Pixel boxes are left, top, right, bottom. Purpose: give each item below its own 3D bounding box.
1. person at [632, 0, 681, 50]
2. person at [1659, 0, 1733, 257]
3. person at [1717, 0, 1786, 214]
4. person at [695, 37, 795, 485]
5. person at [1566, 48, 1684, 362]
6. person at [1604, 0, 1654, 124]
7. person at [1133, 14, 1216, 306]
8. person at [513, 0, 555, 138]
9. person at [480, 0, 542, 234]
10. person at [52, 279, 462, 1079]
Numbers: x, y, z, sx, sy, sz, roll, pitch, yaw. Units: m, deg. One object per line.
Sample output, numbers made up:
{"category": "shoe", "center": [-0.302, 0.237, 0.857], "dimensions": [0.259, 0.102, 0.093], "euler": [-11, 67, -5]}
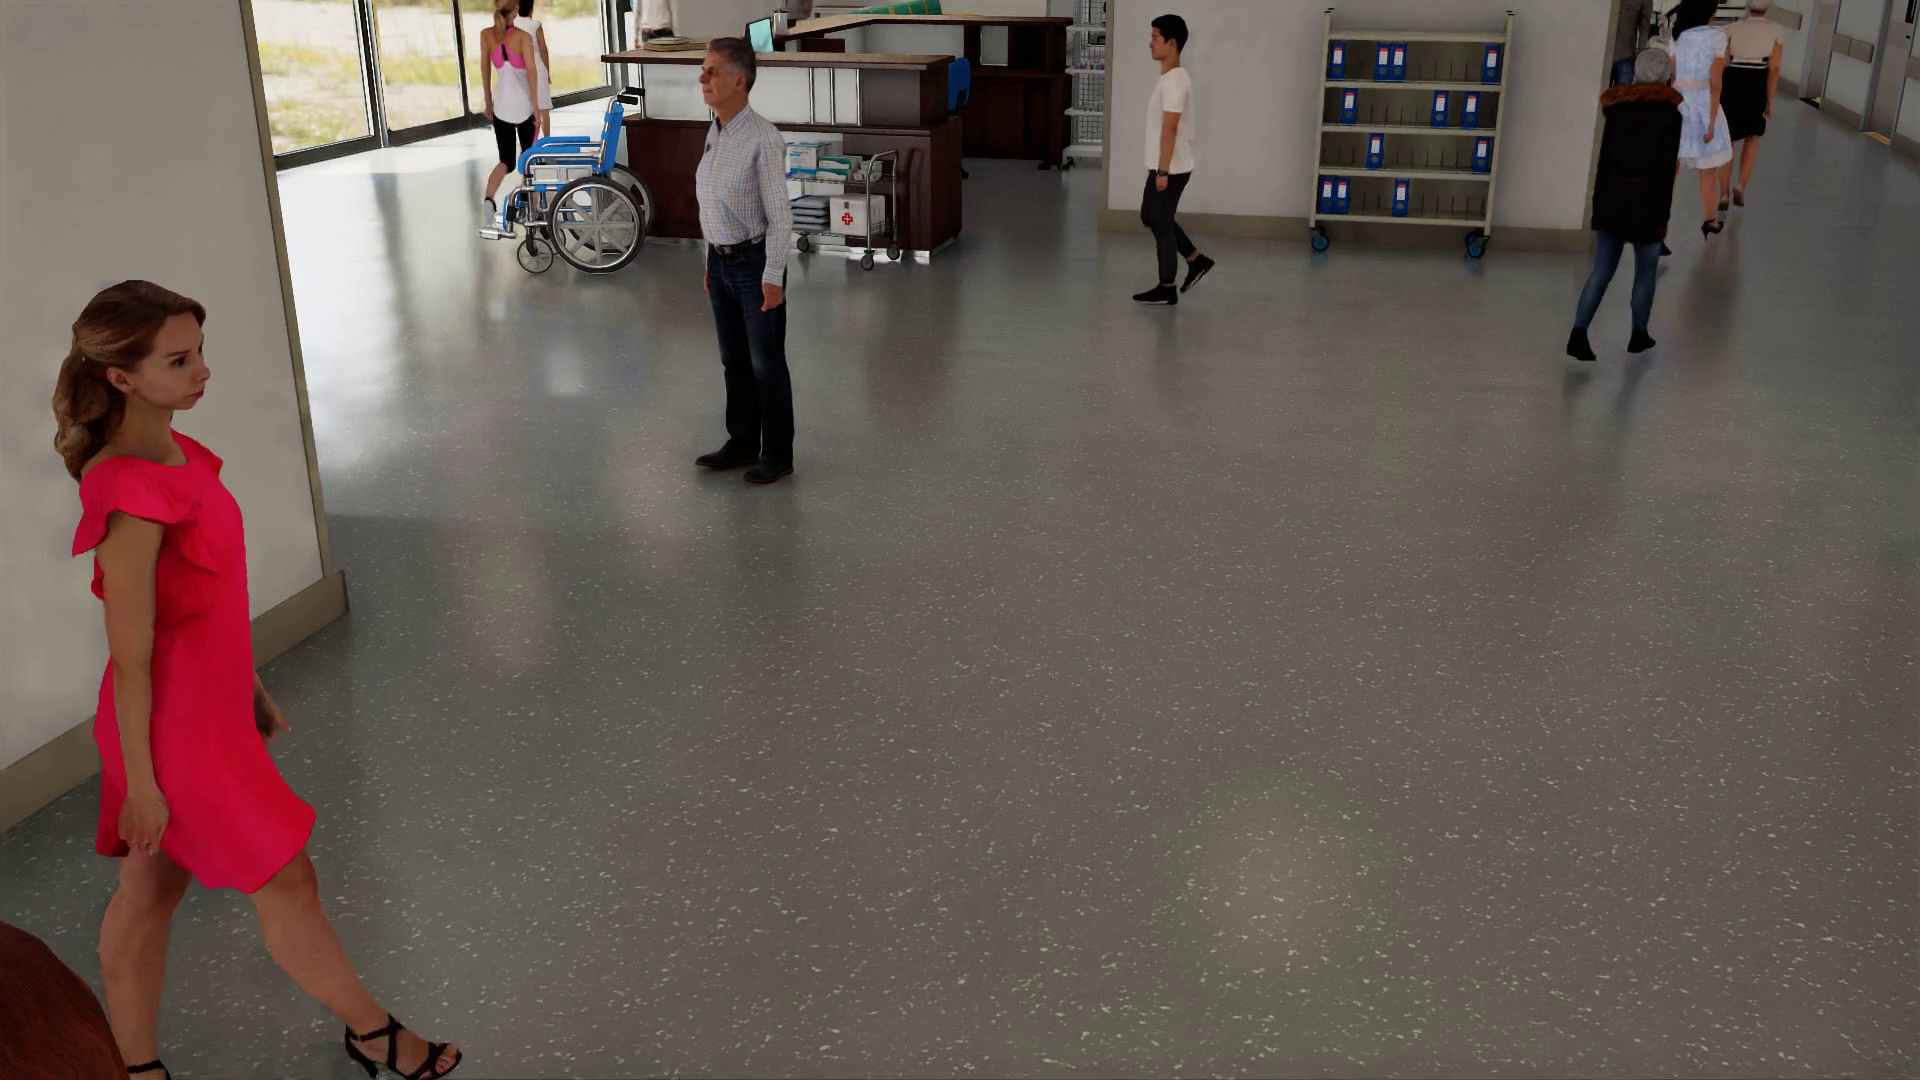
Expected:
{"category": "person", "center": [-3.423, -5.690, 18.916], "dimensions": [0.671, 1.797, 0.803], "euler": [0, 21, 0]}
{"category": "person", "center": [4.888, -2.787, 11.299], "dimensions": [1.110, 1.764, 1.186], "euler": [-17, 27, -38]}
{"category": "person", "center": [6.123, -3.435, 13.037], "dimensions": [0.656, 1.744, 0.720], "euler": [9, 22, 22]}
{"category": "person", "center": [-0.888, -1.143, 6.879], "dimensions": [0.795, 1.819, 0.683], "euler": [-19, 28, -40]}
{"category": "person", "center": [3.443, -1.693, 8.640], "dimensions": [1.025, 1.601, 1.068], "euler": [-18, 27, -39]}
{"category": "person", "center": [6.368, -4.665, 16.114], "dimensions": [0.666, 1.864, 0.824], "euler": [15, 25, 34]}
{"category": "person", "center": [1.328, -2.263, 10.001], "dimensions": [0.759, 1.703, 0.707], "euler": [2, 21, 5]}
{"category": "person", "center": [-4.194, -4.550, 16.246], "dimensions": [0.502, 1.556, 0.647], "euler": [2, 21, 5]}
{"category": "person", "center": [-3.268, -3.062, 12.019], "dimensions": [0.916, 1.768, 0.658], "euler": [6, 21, 15]}
{"category": "person", "center": [-1.527, 0.380, 3.034], "dimensions": [1.015, 1.695, 0.882], "euler": [-7, 22, -17]}
